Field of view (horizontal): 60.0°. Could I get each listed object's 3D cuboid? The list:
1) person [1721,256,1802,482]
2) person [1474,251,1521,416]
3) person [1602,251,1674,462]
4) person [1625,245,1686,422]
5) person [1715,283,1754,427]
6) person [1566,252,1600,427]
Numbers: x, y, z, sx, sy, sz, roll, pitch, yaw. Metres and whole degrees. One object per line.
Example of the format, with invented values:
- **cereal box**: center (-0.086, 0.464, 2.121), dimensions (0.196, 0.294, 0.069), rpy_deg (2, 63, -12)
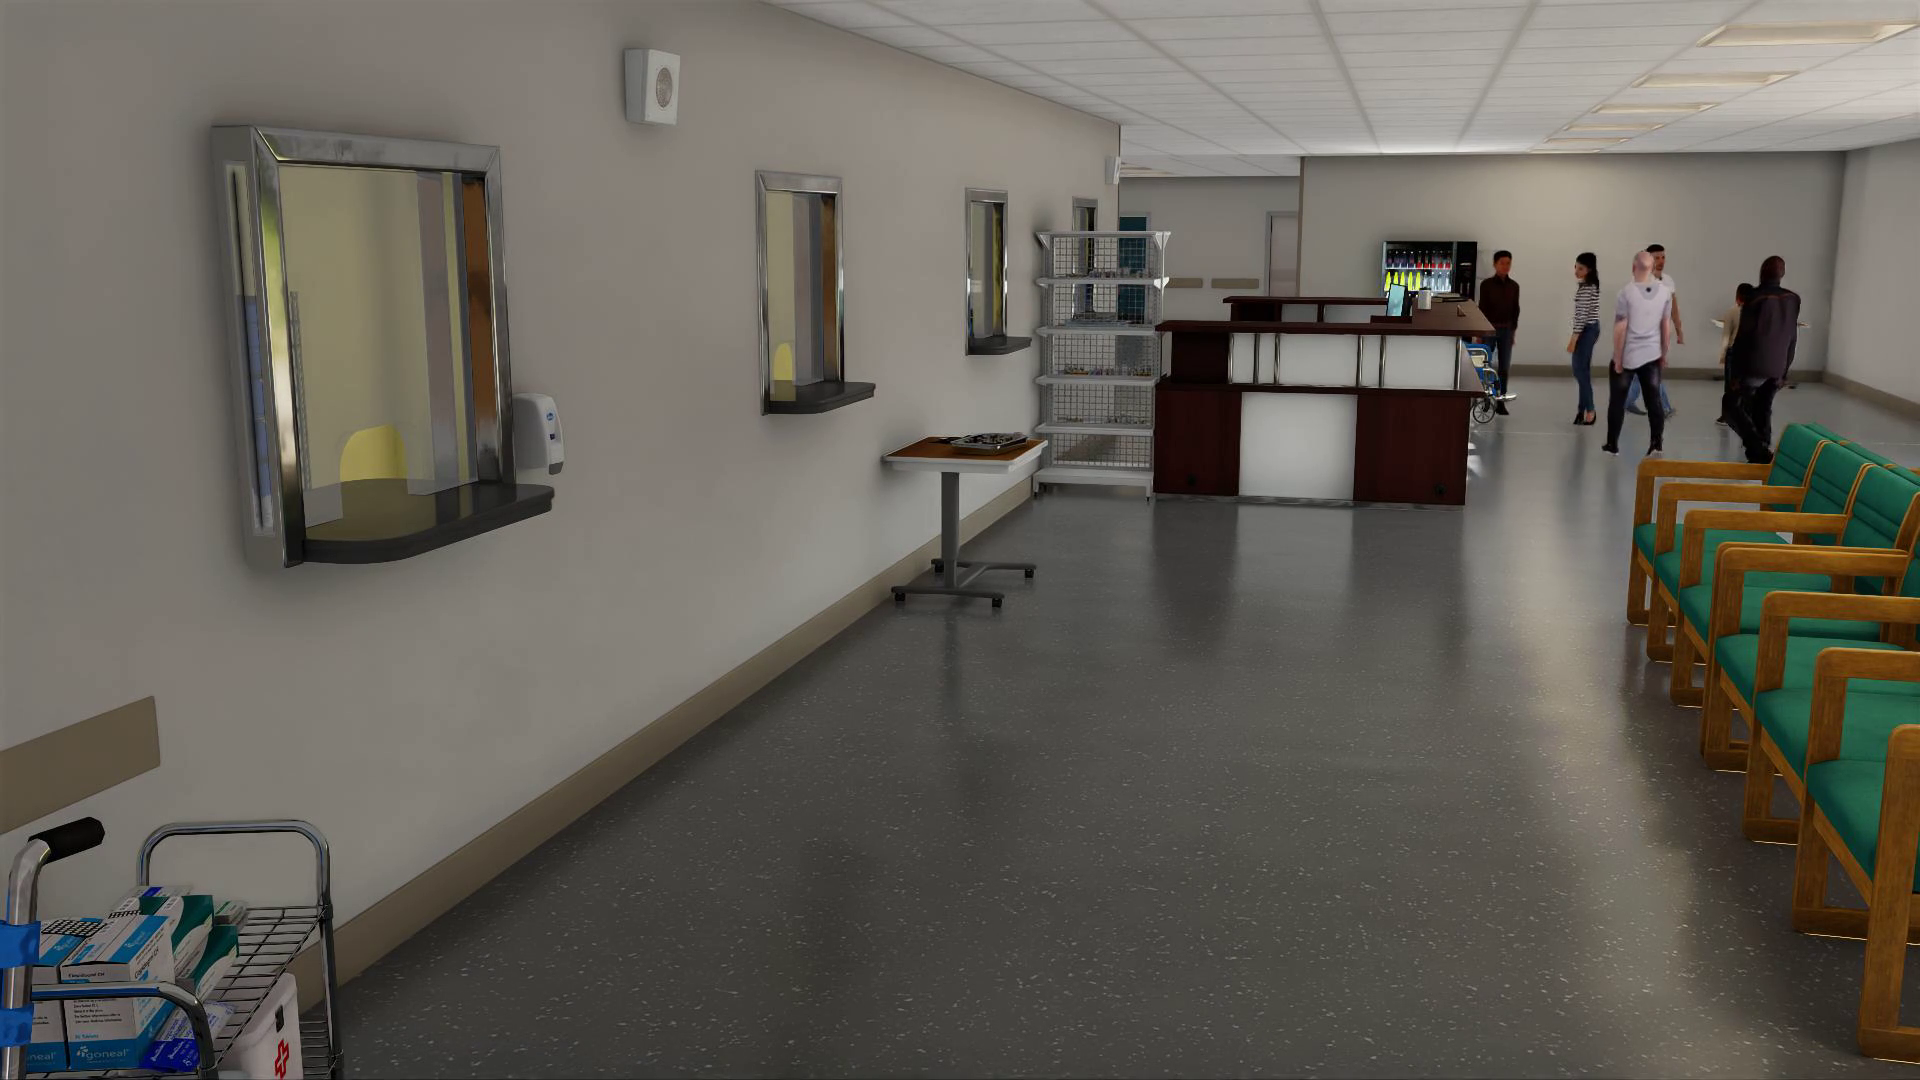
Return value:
- **person**: center (6.470, -1.353, 13.300), dimensions (0.877, 1.805, 0.944), rpy_deg (-3, 11, -14)
- **person**: center (5.816, -2.252, 18.171), dimensions (1.113, 1.754, 0.943), rpy_deg (-1, 11, -4)
- **person**: center (5.856, -1.528, 14.251), dimensions (1.245, 1.794, 0.926), rpy_deg (0, 11, 2)
- **person**: center (7.175, -2.137, 17.442), dimensions (1.253, 1.800, 1.224), rpy_deg (-4, 12, -21)
- **person**: center (8.068, -1.912, 17.170), dimensions (0.481, 1.461, 0.616), rpy_deg (1, 11, 7)
- **person**: center (6.390, -2.042, 16.983), dimensions (0.634, 1.769, 0.747), rpy_deg (10, 15, 42)
